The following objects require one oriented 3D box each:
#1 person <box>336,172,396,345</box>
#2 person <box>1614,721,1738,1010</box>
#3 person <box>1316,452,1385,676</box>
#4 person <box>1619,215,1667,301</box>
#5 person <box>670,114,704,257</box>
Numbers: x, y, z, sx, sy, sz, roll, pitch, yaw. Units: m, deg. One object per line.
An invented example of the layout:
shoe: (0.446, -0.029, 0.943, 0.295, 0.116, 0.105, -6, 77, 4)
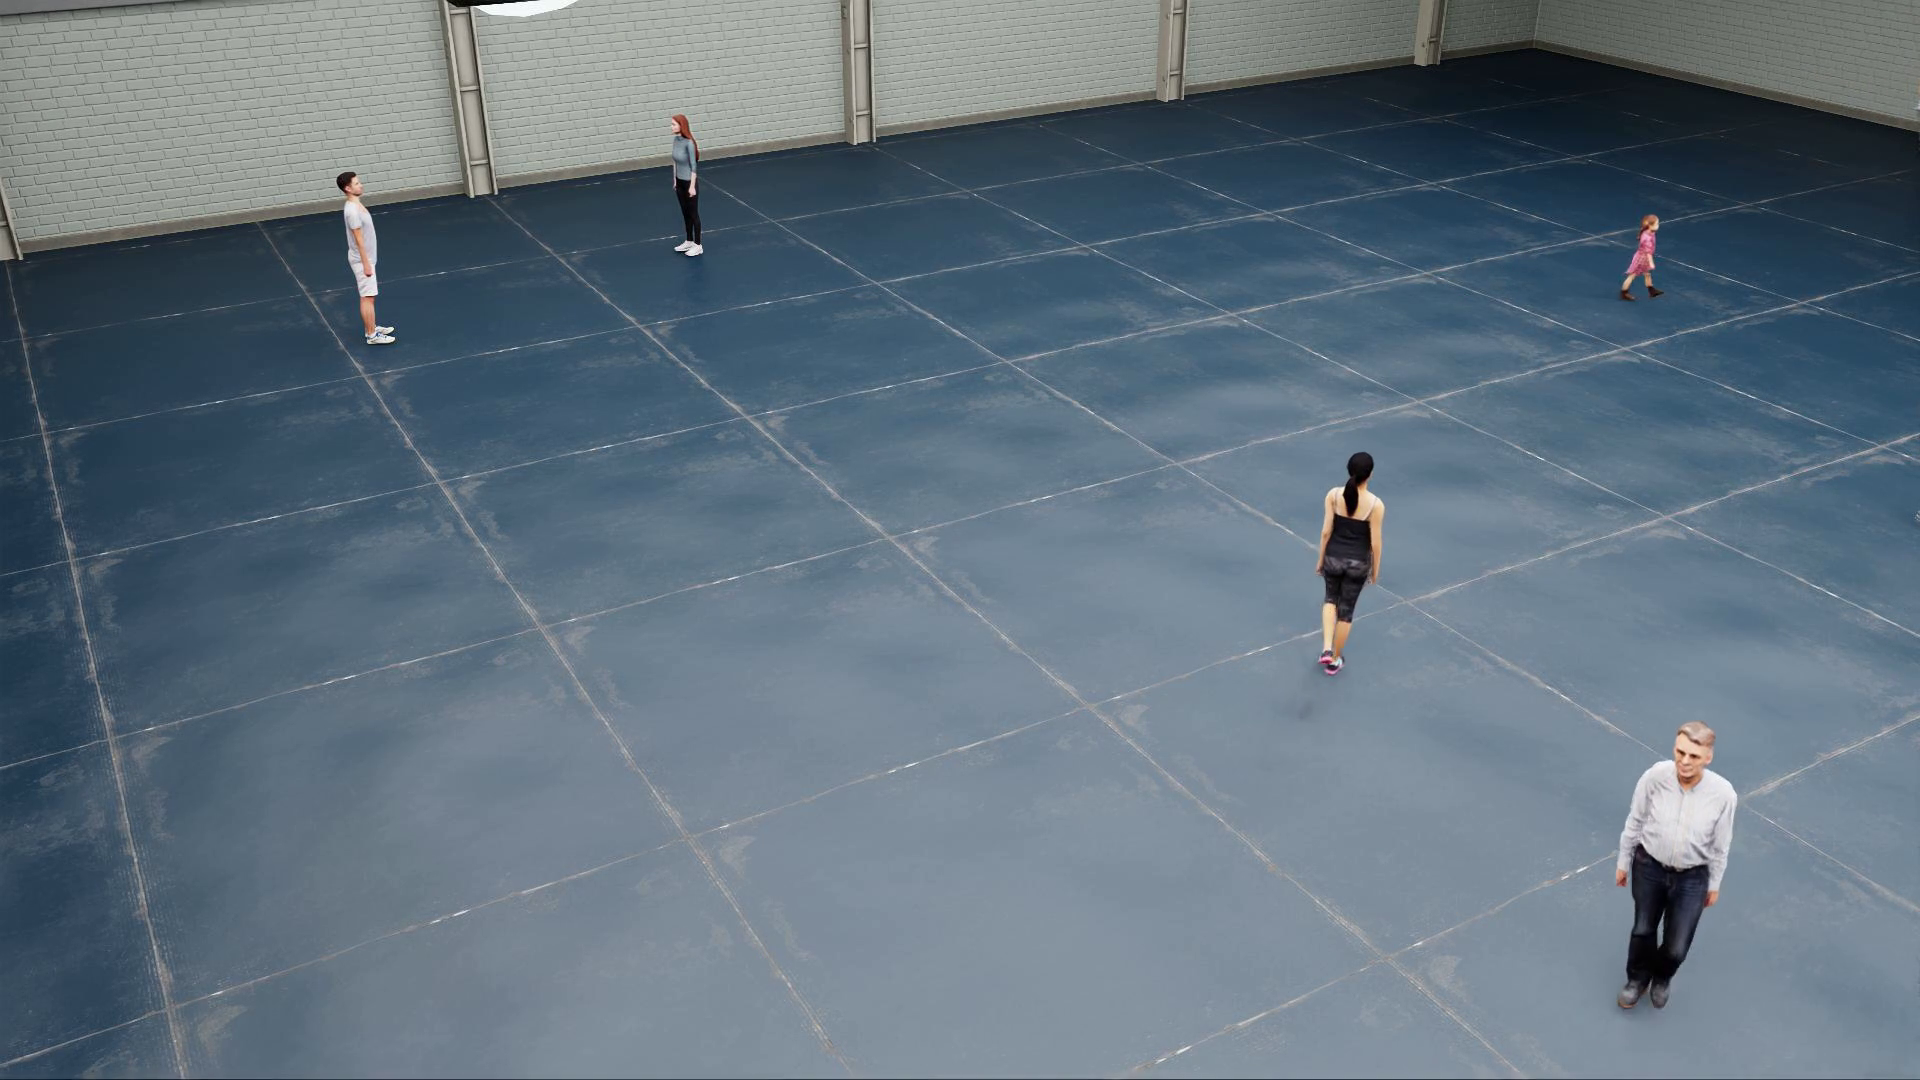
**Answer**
person: (-6.404, -3.029, 17.814, 0.638, 1.855, 0.722, -9, 29, -17)
person: (3.753, 1.682, 8.718, 0.781, 1.808, 0.796, 17, 32, 30)
person: (2.684, 0.215, 11.668, 0.717, 1.715, 0.774, 13, 30, 23)
person: (7.812, -3.241, 19.160, 0.746, 1.002, 0.708, 9, 29, 17)
person: (-3.388, -4.397, 20.595, 0.563, 1.742, 0.617, -20, 33, -34)
